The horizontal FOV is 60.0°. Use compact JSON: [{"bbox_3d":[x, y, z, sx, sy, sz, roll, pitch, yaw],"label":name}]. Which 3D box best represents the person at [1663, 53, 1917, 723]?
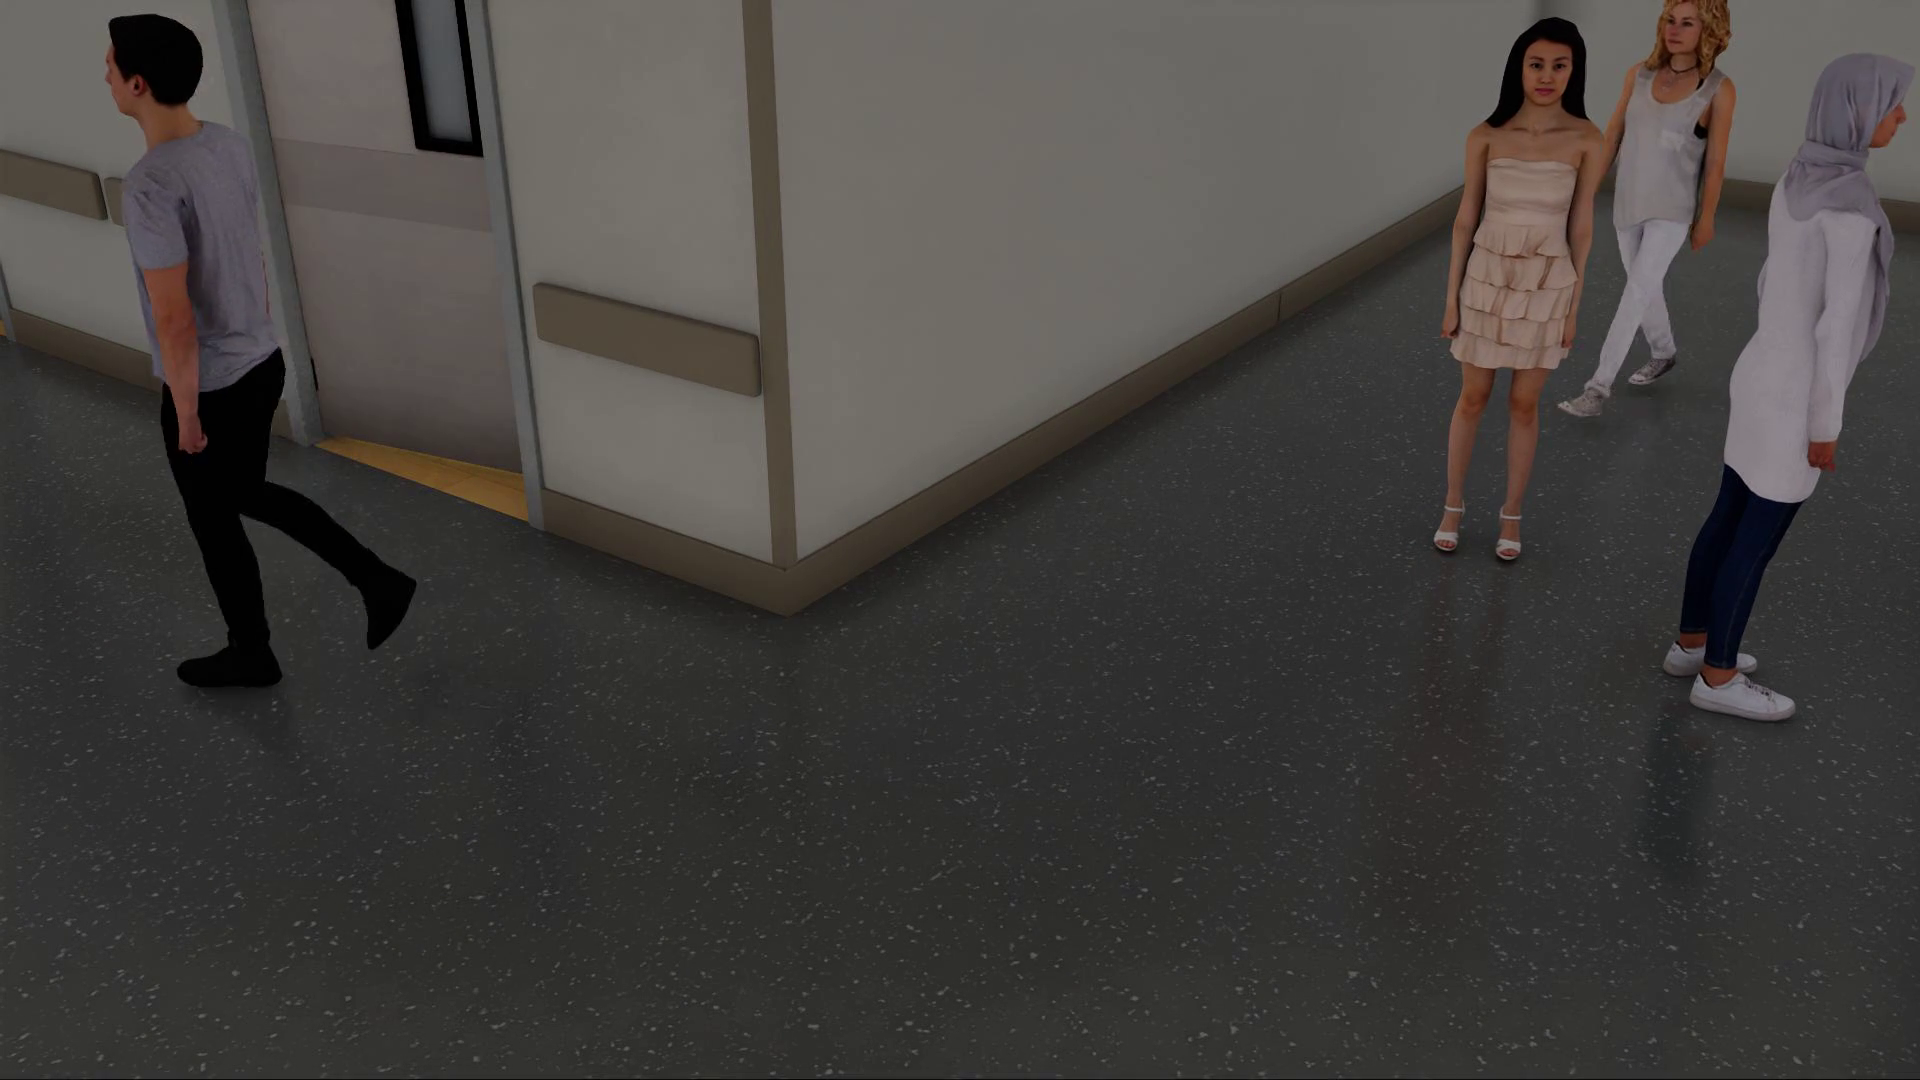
[{"bbox_3d":[2.179,-0.378,4.407,0.761,1.775,0.643,3,26,5],"label":"person"}]

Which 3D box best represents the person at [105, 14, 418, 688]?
[{"bbox_3d":[-1.880,-0.424,4.416,0.990,1.851,1.009,3,26,6],"label":"person"}]

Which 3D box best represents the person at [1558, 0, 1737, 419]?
[{"bbox_3d":[2.754,-1.297,6.482,1.179,1.628,0.854,-18,31,-32],"label":"person"}]

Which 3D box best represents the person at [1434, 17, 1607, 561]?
[{"bbox_3d":[1.743,-0.750,5.226,0.614,1.733,0.604,9,27,18],"label":"person"}]
